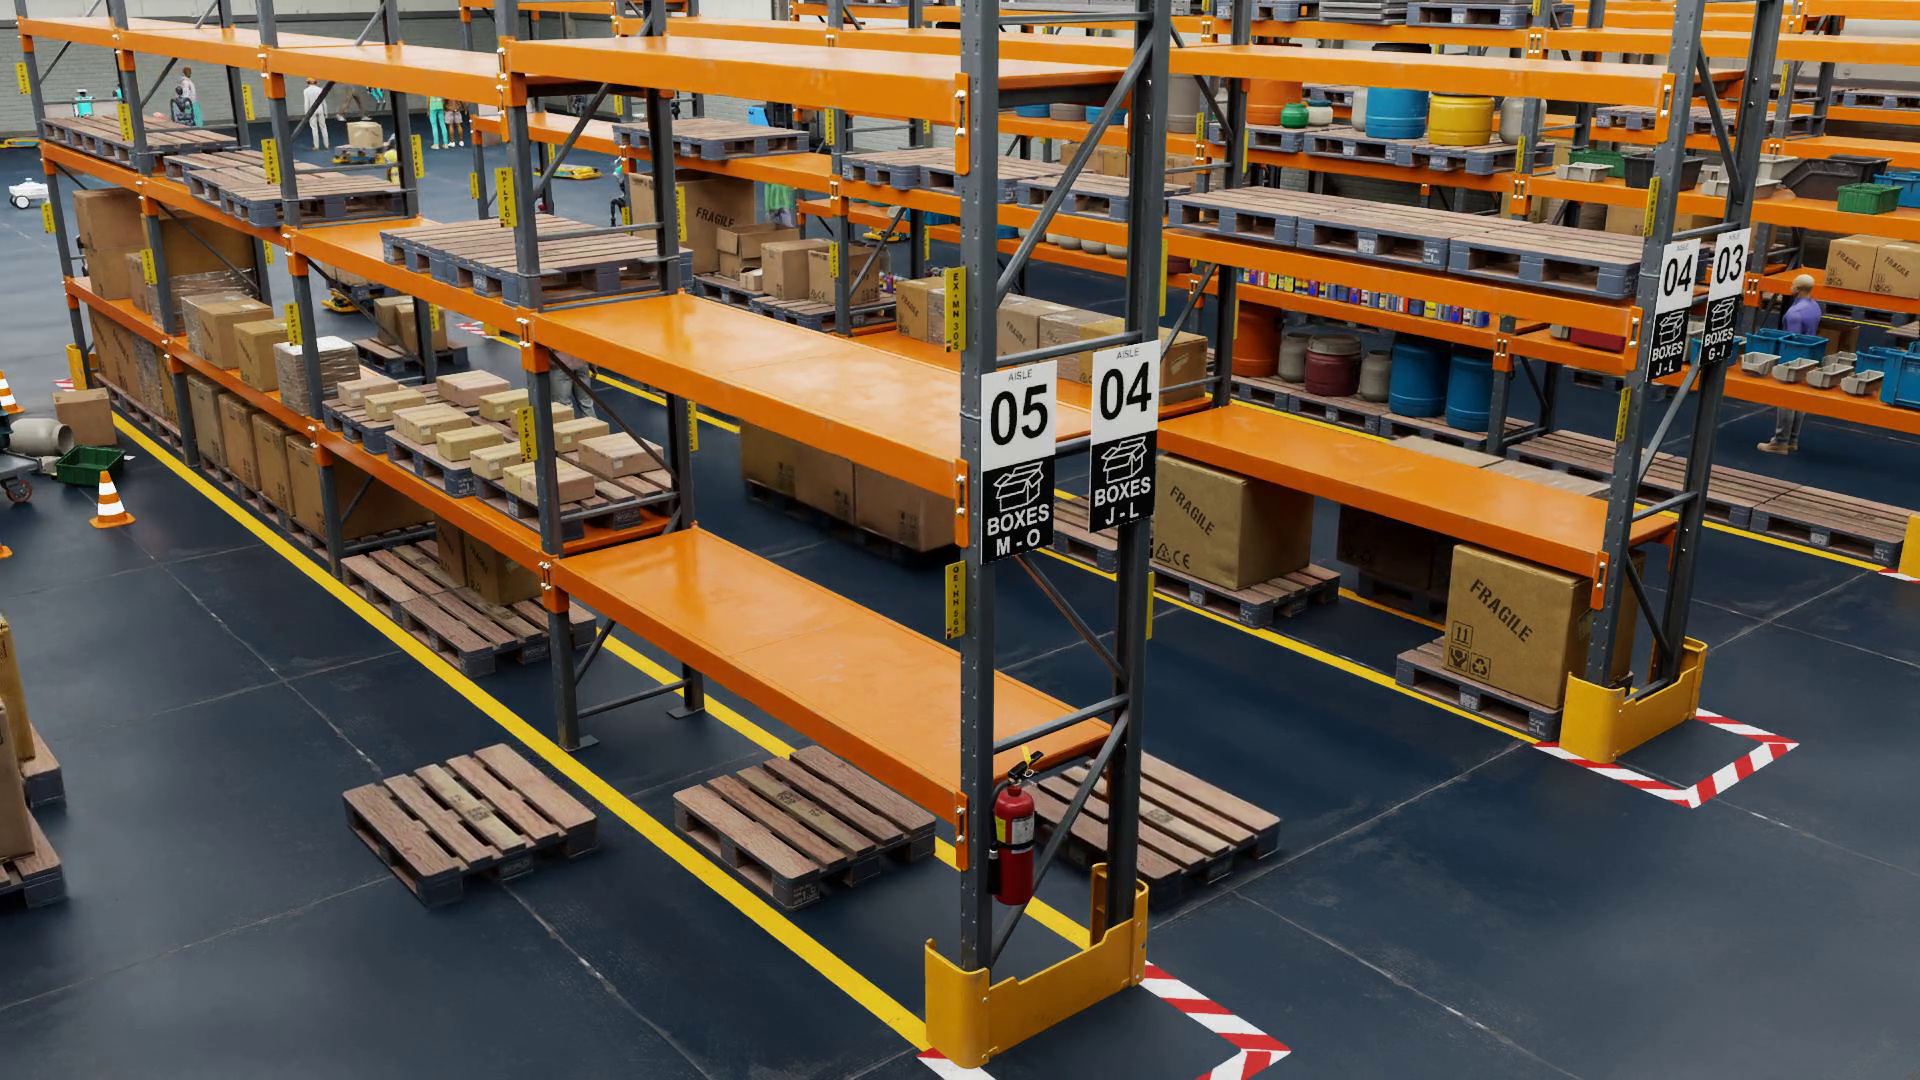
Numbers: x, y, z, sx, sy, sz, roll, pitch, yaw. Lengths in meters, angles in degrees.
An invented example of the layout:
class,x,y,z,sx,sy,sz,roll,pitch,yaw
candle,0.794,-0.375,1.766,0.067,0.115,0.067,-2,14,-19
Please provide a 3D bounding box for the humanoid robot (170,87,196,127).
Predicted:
class,x,y,z,sx,sy,sz,roll,pitch,yaw
humanoid robot,-19.497,-10.526,41.749,0.599,1.655,0.315,-15,24,-37

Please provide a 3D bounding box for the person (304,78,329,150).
class,x,y,z,sx,sy,sz,roll,pitch,yaw
person,-16.589,-11.010,42.820,0.581,1.894,0.375,-15,24,-37

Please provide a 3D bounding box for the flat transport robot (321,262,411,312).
class,x,y,z,sx,sy,sz,roll,pitch,yaw
flat transport robot,-8.337,-3.485,23.854,1.431,0.231,0.659,-15,24,-37

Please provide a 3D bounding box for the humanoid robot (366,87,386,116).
class,x,y,z,sx,sy,sz,roll,pitch,yaw
humanoid robot,-17.903,-13.886,51.039,0.533,1.677,0.735,-15,24,-37

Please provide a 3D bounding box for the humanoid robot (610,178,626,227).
class,x,y,z,sx,sy,sz,roll,pitch,yaw
humanoid robot,-4.919,-4.522,24.664,0.599,1.655,0.315,-15,24,-37

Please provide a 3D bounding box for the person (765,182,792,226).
class,x,y,z,sx,sy,sz,roll,pitch,yaw
person,-2.921,-5.356,27.027,0.470,1.706,0.789,-8,21,-21

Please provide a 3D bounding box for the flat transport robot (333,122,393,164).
class,x,y,z,sx,sy,sz,roll,pitch,yaw
flat transport robot,-14.360,-9.250,40.261,1.431,0.231,0.659,4,20,12

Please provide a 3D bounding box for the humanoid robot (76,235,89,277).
class,x,y,z,sx,sy,sz,roll,pitch,yaw
humanoid robot,-10.263,-3.038,20.167,0.533,1.677,0.735,-15,24,-37

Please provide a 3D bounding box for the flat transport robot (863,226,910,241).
class,x,y,z,sx,sy,sz,roll,pitch,yaw
flat transport robot,-0.957,-5.503,29.598,1.431,0.231,0.659,-15,24,-37

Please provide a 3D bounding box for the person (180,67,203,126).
class,x,y,z,sx,sy,sz,roll,pitch,yaw
person,-21.272,-12.072,45.856,0.822,1.892,0.495,-4,20,-10

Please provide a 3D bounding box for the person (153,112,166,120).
class,x,y,z,sx,sy,sz,roll,pitch,yaw
person,-16.408,-7.925,34.279,0.563,1.737,0.383,8,21,23

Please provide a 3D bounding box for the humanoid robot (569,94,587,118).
class,x,y,z,sx,sy,sz,roll,pitch,yaw
humanoid robot,-10.772,-12.355,46.975,0.611,1.643,0.367,9,21,24

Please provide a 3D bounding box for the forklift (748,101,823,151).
class,x,y,z,sx,sy,sz,roll,pitch,yaw
forklift,-4.526,-11.368,42.374,1.129,2.768,1.873,-15,24,-37

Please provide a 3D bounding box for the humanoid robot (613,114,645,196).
class,x,y,z,sx,sy,sz,roll,pitch,yaw
humanoid robot,-6.741,-7.762,33.859,0.907,1.775,0.541,-1,19,-4

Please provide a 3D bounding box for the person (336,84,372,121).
class,x,y,z,sx,sy,sz,roll,pitch,yaw
person,-18.485,-13.632,50.394,1.004,1.823,0.523,-2,19,-7

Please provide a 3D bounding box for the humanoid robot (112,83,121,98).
class,x,y,z,sx,sy,sz,roll,pitch,yaw
humanoid robot,-20.825,-10.613,41.725,0.533,1.677,0.735,-15,24,-37

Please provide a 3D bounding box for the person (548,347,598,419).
class,x,y,z,sx,sy,sz,roll,pitch,yaw
person,-3.803,-1.673,16.182,0.633,1.937,0.353,-15,24,-37

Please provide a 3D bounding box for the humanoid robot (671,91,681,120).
class,x,y,z,sx,sy,sz,roll,pitch,yaw
humanoid robot,-7.897,-11.826,45.450,0.599,1.655,0.315,-15,24,-37

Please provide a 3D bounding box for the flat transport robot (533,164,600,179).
class,x,y,z,sx,sy,sz,roll,pitch,yaw
flat transport robot,-8.917,-8.345,37.685,1.431,0.231,0.659,11,22,28

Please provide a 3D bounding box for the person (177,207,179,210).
class,x,y,z,sx,sy,sz,roll,pitch,yaw
person,-13.433,-6.035,28.555,0.611,1.962,0.363,-15,24,-37

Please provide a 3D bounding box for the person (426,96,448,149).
class,x,y,z,sx,sy,sz,roll,pitch,yaw
person,-13.565,-11.143,43.074,0.488,1.977,0.383,-15,24,-37

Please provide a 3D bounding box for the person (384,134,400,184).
class,x,y,z,sx,sy,sz,roll,pitch,yaw
person,-9.838,-6.218,29.283,0.499,1.833,1.059,-9,21,-24

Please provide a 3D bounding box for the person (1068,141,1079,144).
class,x,y,z,sx,sy,sz,roll,pitch,yaw
person,2.222,-7.361,32.602,0.996,1.788,0.565,3,20,9

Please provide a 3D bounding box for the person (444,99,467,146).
class,x,y,z,sx,sy,sz,roll,pitch,yaw
person,-13.316,-11.282,43.649,0.798,1.854,0.385,-15,24,-37

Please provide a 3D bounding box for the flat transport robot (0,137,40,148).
class,x,y,z,sx,sy,sz,roll,pitch,yaw
flat transport robot,-24.300,-10.395,43.519,1.431,0.231,0.659,-1,19,-4

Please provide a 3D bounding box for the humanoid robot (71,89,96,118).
class,x,y,z,sx,sy,sz,roll,pitch,yaw
humanoid robot,-20.645,-9.827,39.486,0.533,1.677,0.735,-15,24,-37

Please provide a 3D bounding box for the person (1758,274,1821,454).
class,x,y,z,sx,sy,sz,roll,pitch,yaw
person,8.339,-1.747,16.601,0.603,1.797,0.375,-15,24,-37

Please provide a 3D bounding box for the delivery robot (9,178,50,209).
class,x,y,z,sx,sy,sz,roll,pitch,yaw
delivery robot,-18.502,-6.909,33.124,0.739,0.566,0.499,-15,24,-37
